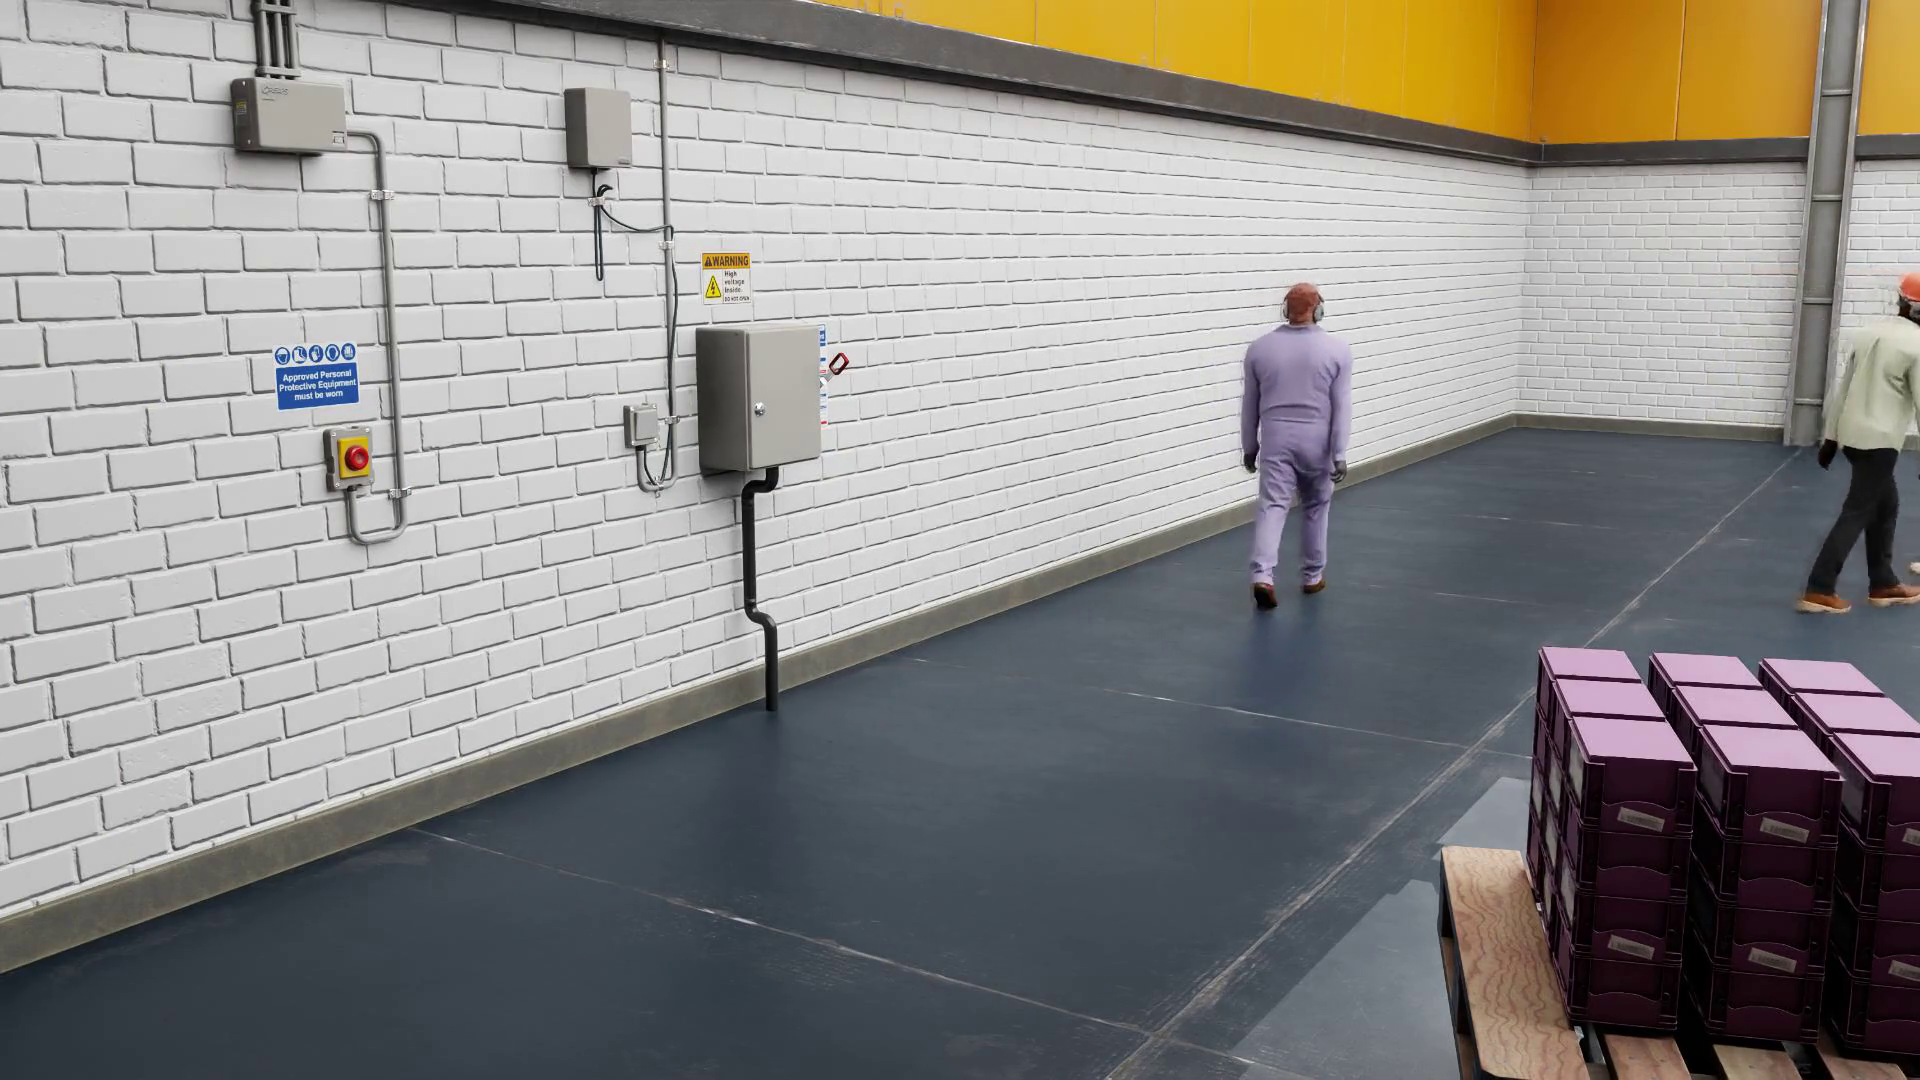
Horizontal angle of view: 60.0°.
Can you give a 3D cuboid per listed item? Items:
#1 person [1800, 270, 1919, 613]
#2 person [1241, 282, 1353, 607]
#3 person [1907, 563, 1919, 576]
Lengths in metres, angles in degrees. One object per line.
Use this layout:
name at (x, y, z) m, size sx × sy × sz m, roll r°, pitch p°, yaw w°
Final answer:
person at (5.184, -0.539, 9.317) m, size 0.915 × 1.936 × 0.641 m, roll 0°, pitch 10°, yaw -3°
person at (1.928, -0.553, 9.616) m, size 0.653 × 1.871 × 0.959 m, roll 4°, pitch 11°, yaw 23°
person at (6.292, -0.600, 10.027) m, size 0.522 × 1.823 × 0.861 m, roll -6°, pitch 12°, yaw -29°
